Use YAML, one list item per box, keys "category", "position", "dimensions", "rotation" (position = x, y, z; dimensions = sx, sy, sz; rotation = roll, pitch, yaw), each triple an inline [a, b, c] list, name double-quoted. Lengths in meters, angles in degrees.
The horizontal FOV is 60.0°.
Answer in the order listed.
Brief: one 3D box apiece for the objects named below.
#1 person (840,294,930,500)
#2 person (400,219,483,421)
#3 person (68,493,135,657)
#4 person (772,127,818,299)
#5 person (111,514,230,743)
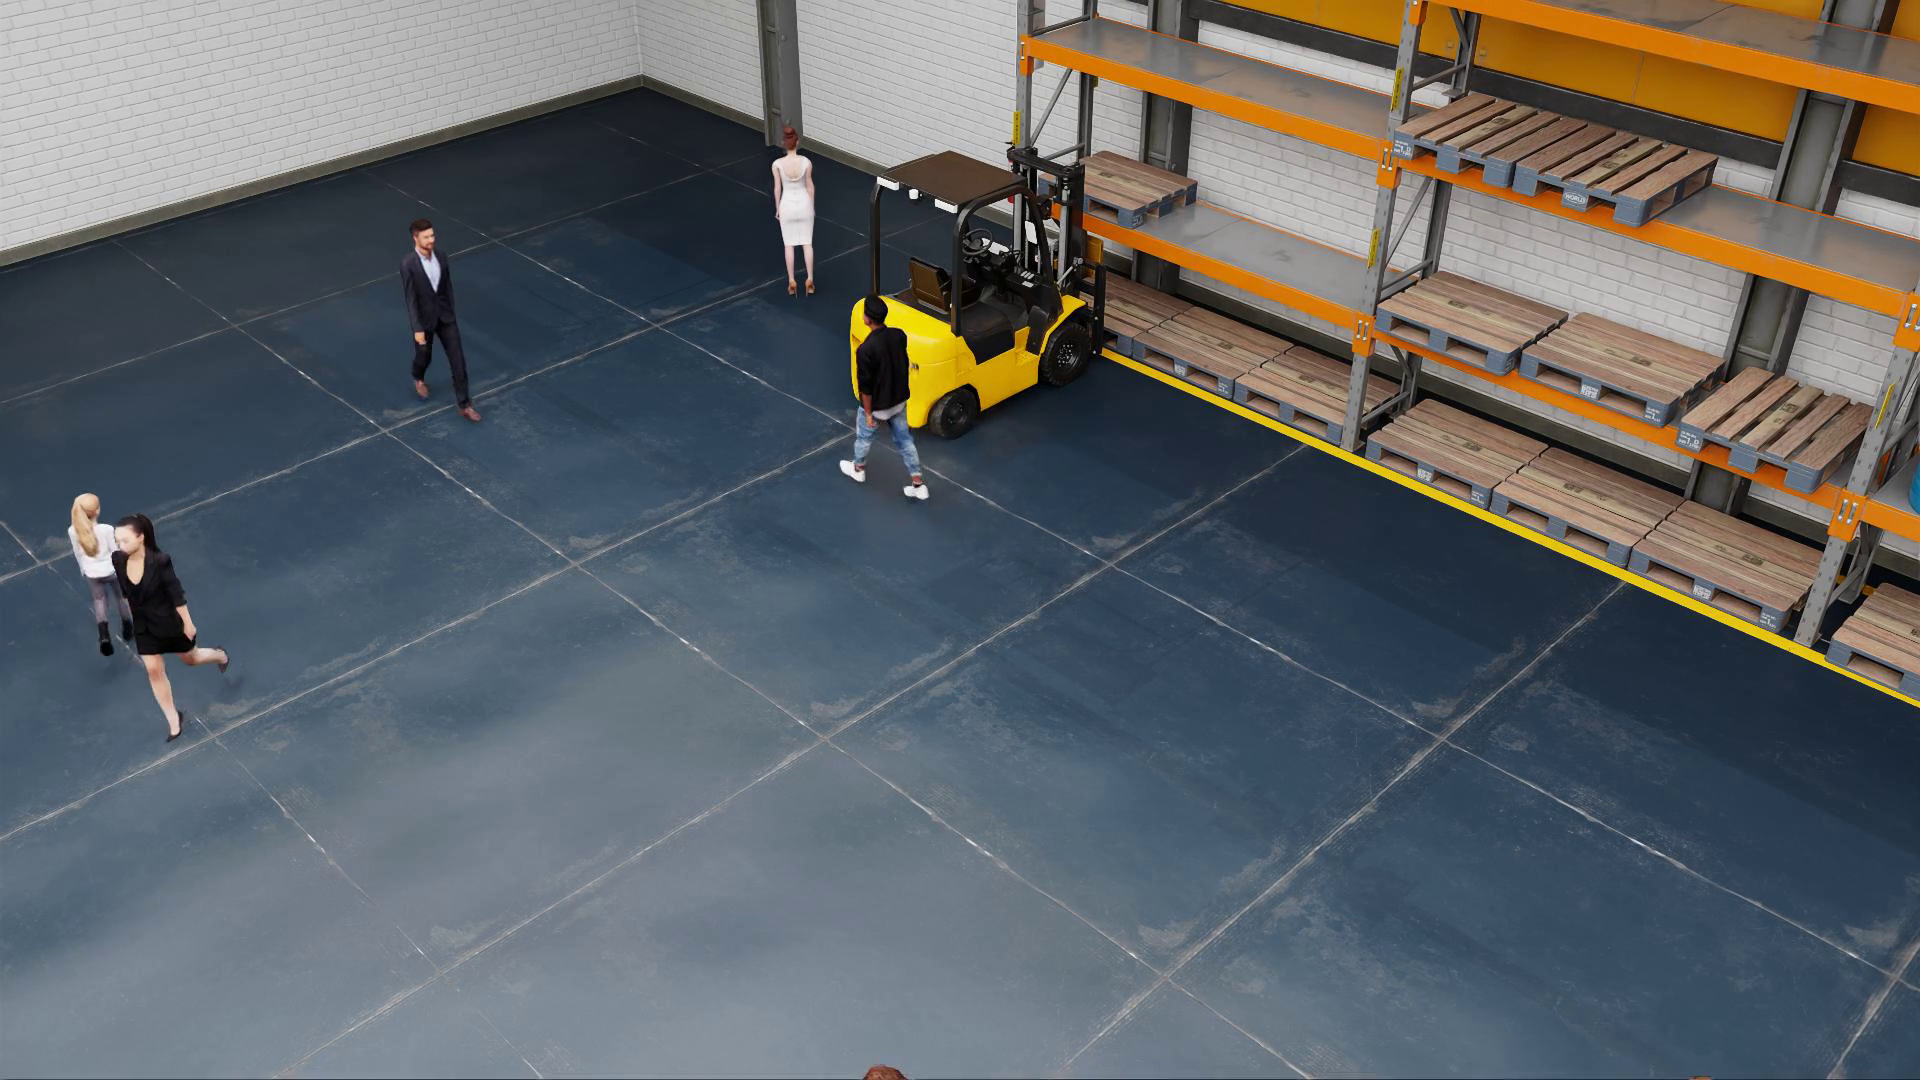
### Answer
- category: "person"
  position: [-0.546, -1.118, 13.562]
  dimensions: [0.742, 1.768, 1.174]
  rotation: [-26, 42, -34]
- category: "person"
  position: [-4.727, -1.968, 14.779]
  dimensions: [0.655, 1.837, 1.155]
  rotation: [-28, 43, -35]
- category: "person"
  position: [-6.169, 0.264, 11.938]
  dimensions: [0.728, 1.265, 0.826]
  rotation: [-5, 34, -8]
- category: "person"
  position: [-1.666, -3.315, 16.838]
  dimensions: [0.626, 1.801, 0.666]
  rotation: [-3, 34, -4]
- category: "person"
  position: [-5.311, 0.528, 11.183]
  dimensions: [1.023, 1.661, 1.027]
  rotation: [4, 34, 6]
